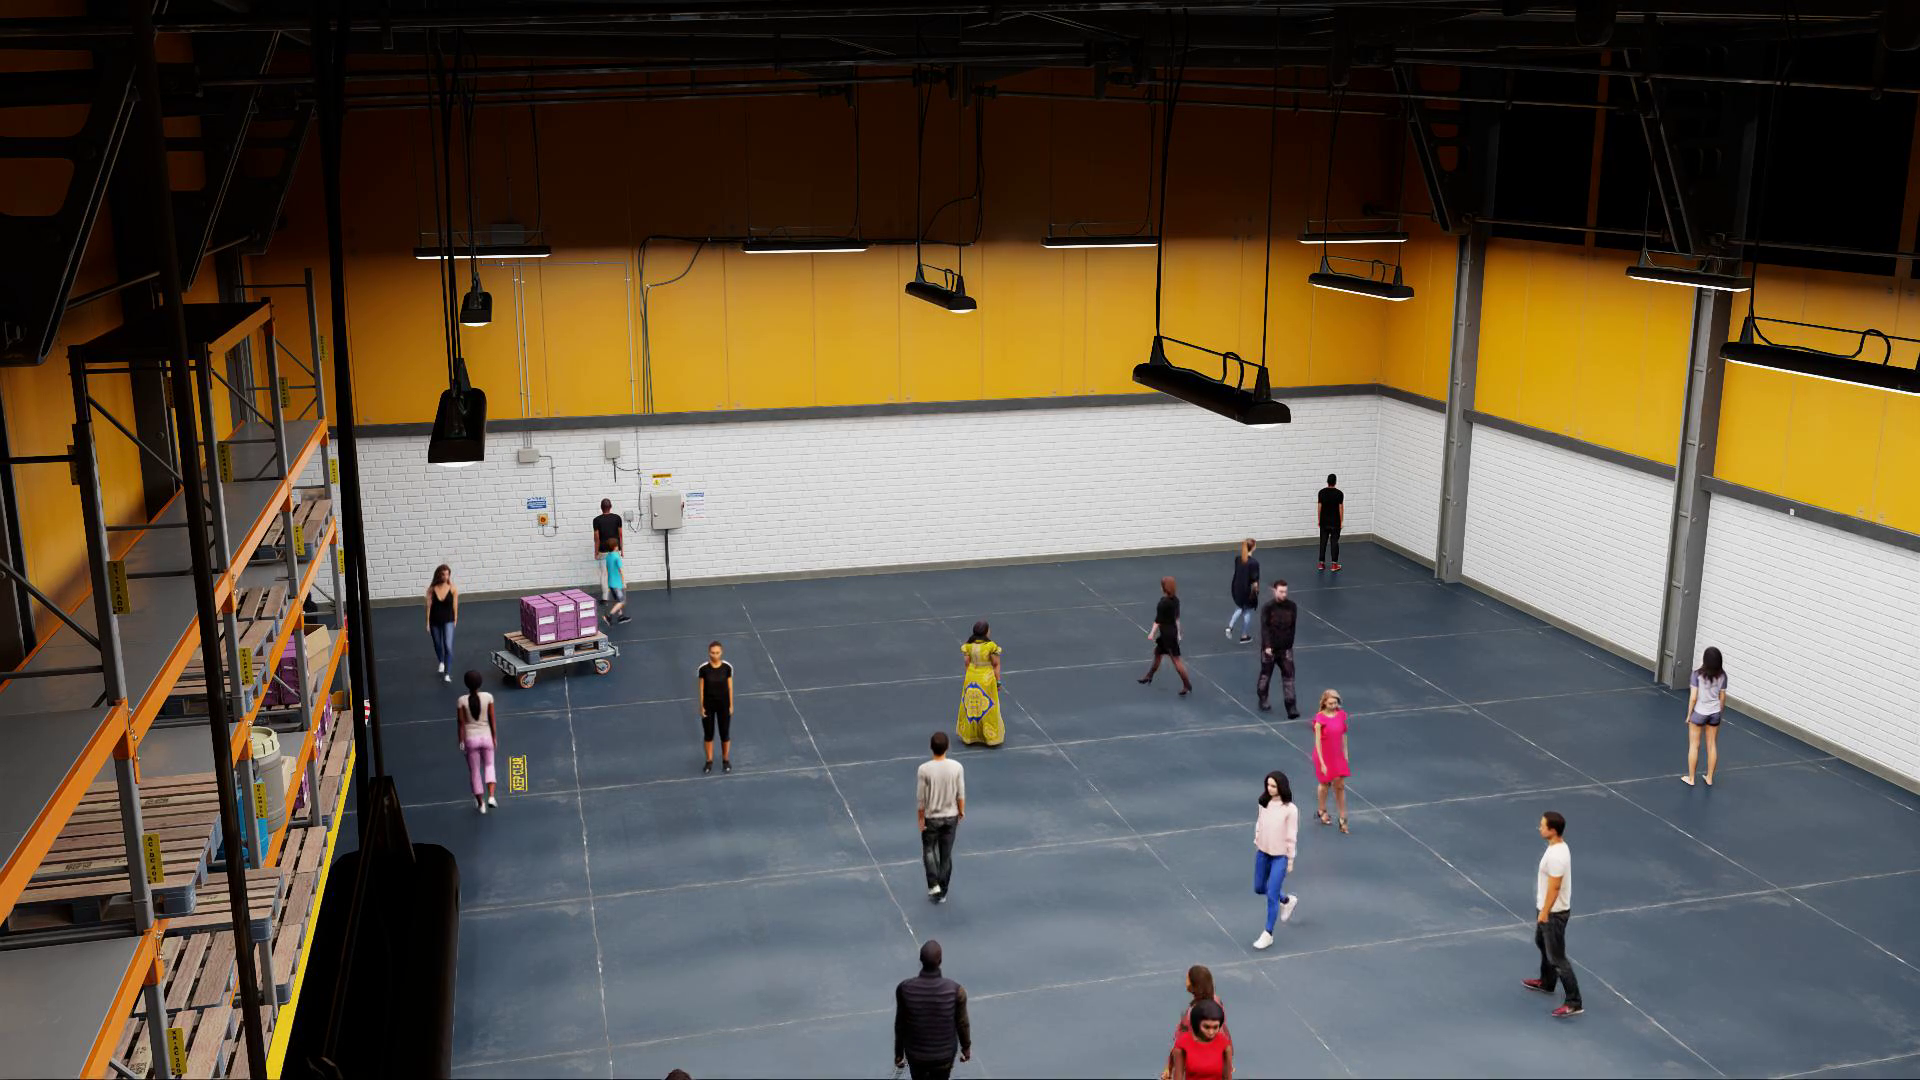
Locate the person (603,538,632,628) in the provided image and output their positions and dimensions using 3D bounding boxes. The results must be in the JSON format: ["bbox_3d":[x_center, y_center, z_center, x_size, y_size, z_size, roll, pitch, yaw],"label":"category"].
[{"bbox_3d":[-5.495,0.681,26.412,0.830,1.438,0.849,-13,19,-42],"label":"person"}]

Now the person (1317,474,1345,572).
[{"bbox_3d":[6.662,-0.332,29.917,0.724,1.758,0.779,7,15,28],"label":"person"}]

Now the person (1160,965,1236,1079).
[{"bbox_3d":[1.881,3.990,12.306,1.179,1.646,1.042,11,17,38],"label":"person"}]

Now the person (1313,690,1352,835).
[{"bbox_3d":[4.094,2.426,18.678,0.694,1.686,0.788,-6,15,-24],"label":"person"}]

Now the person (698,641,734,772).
[{"bbox_3d":[-2.993,2.019,20.410,0.609,1.663,0.578,-1,14,-6],"label":"person"}]

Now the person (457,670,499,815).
[{"bbox_3d":[-5.491,2.333,18.963,0.626,1.733,0.738,-6,15,-22],"label":"person"}]

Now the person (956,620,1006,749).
[{"bbox_3d":[0.275,1.823,21.227,0.999,1.660,1.023,5,15,20],"label":"person"}]

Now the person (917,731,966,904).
[{"bbox_3d":[-0.181,2.827,16.781,0.702,1.800,0.696,-2,14,-7],"label":"person"}]

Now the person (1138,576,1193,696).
[{"bbox_3d":[2.973,1.376,23.086,1.127,1.653,1.057,8,16,31],"label":"person"}]

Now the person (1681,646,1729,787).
[{"bbox_3d":[8.937,2.098,19.936,0.635,1.732,0.596,0,14,0],"label":"person"}]

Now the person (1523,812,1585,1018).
[{"bbox_3d":[5.317,3.295,14.879,1.071,1.786,0.941,4,14,17],"label":"person"}]

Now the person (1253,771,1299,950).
[{"bbox_3d":[3.081,3.038,16.007,0.946,1.755,0.987,-11,18,-39],"label":"person"}]

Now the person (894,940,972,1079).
[{"bbox_3d":[-0.236,3.883,12.385,0.898,1.817,0.990,2,14,7],"label":"person"}]

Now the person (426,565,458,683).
[{"bbox_3d":[-7.437,1.181,23.866,0.640,1.666,1.129,-3,14,-11],"label":"person"}]

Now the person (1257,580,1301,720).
[{"bbox_3d":[4.223,1.446,22.363,0.763,1.856,1.208,-2,14,-9],"label":"person"}]

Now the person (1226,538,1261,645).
[{"bbox_3d":[4.299,0.800,25.428,0.879,1.670,0.846,-12,18,-40],"label":"person"}]

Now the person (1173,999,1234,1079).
[{"bbox_3d":[1.718,4.044,11.914,0.675,1.726,0.773,0,14,0],"label":"person"}]

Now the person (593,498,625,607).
[{"bbox_3d":[-5.840,0.187,27.676,0.700,1.805,0.664,-7,15,-26],"label":"person"}]
